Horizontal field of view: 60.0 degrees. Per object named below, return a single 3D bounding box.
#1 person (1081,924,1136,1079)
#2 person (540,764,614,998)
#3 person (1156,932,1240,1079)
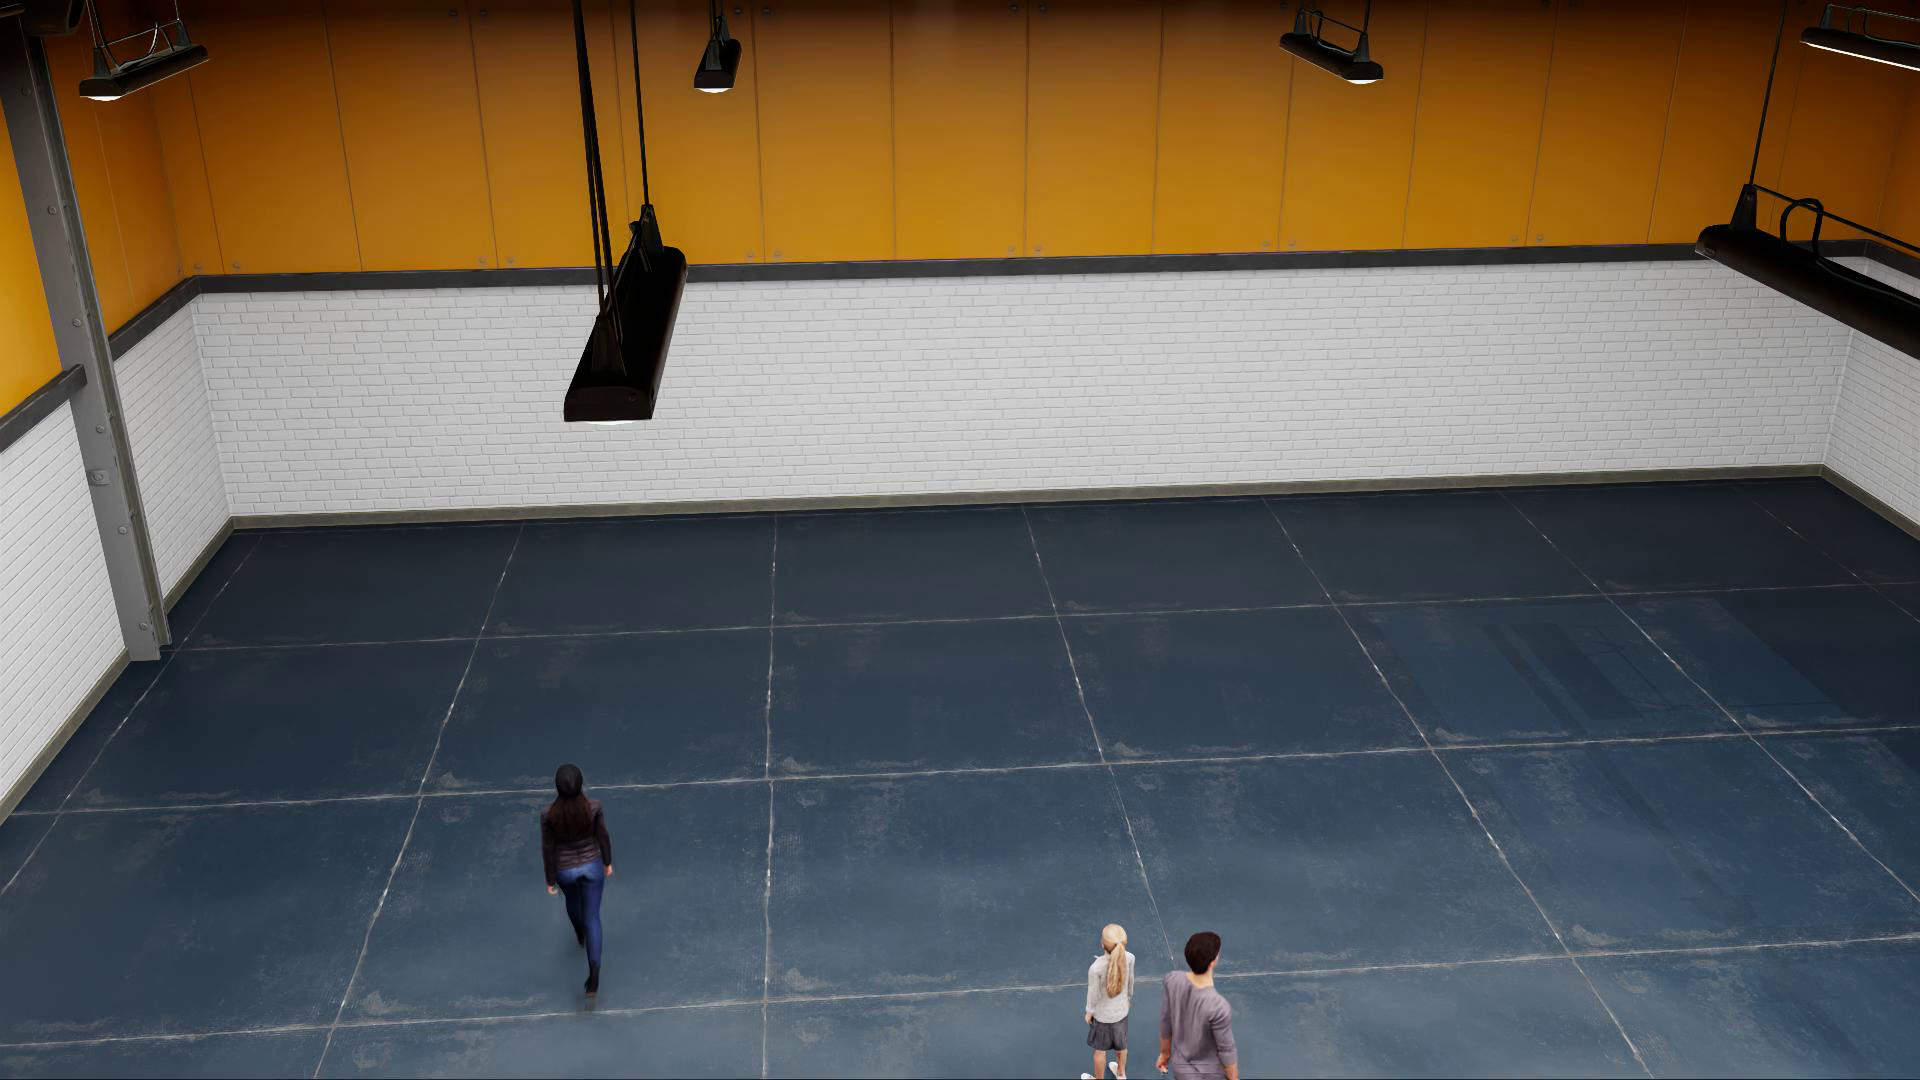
[{"bbox_3d":[0.978,3.044,10.856,0.581,1.276,0.616,-13,27,-26],"label":"person"},{"bbox_3d":[-2.681,2.415,11.765,0.779,1.699,1.239,-7,24,-15],"label":"person"},{"bbox_3d":[1.359,3.177,9.870,1.074,1.821,1.181,-14,27,-29],"label":"person"}]
